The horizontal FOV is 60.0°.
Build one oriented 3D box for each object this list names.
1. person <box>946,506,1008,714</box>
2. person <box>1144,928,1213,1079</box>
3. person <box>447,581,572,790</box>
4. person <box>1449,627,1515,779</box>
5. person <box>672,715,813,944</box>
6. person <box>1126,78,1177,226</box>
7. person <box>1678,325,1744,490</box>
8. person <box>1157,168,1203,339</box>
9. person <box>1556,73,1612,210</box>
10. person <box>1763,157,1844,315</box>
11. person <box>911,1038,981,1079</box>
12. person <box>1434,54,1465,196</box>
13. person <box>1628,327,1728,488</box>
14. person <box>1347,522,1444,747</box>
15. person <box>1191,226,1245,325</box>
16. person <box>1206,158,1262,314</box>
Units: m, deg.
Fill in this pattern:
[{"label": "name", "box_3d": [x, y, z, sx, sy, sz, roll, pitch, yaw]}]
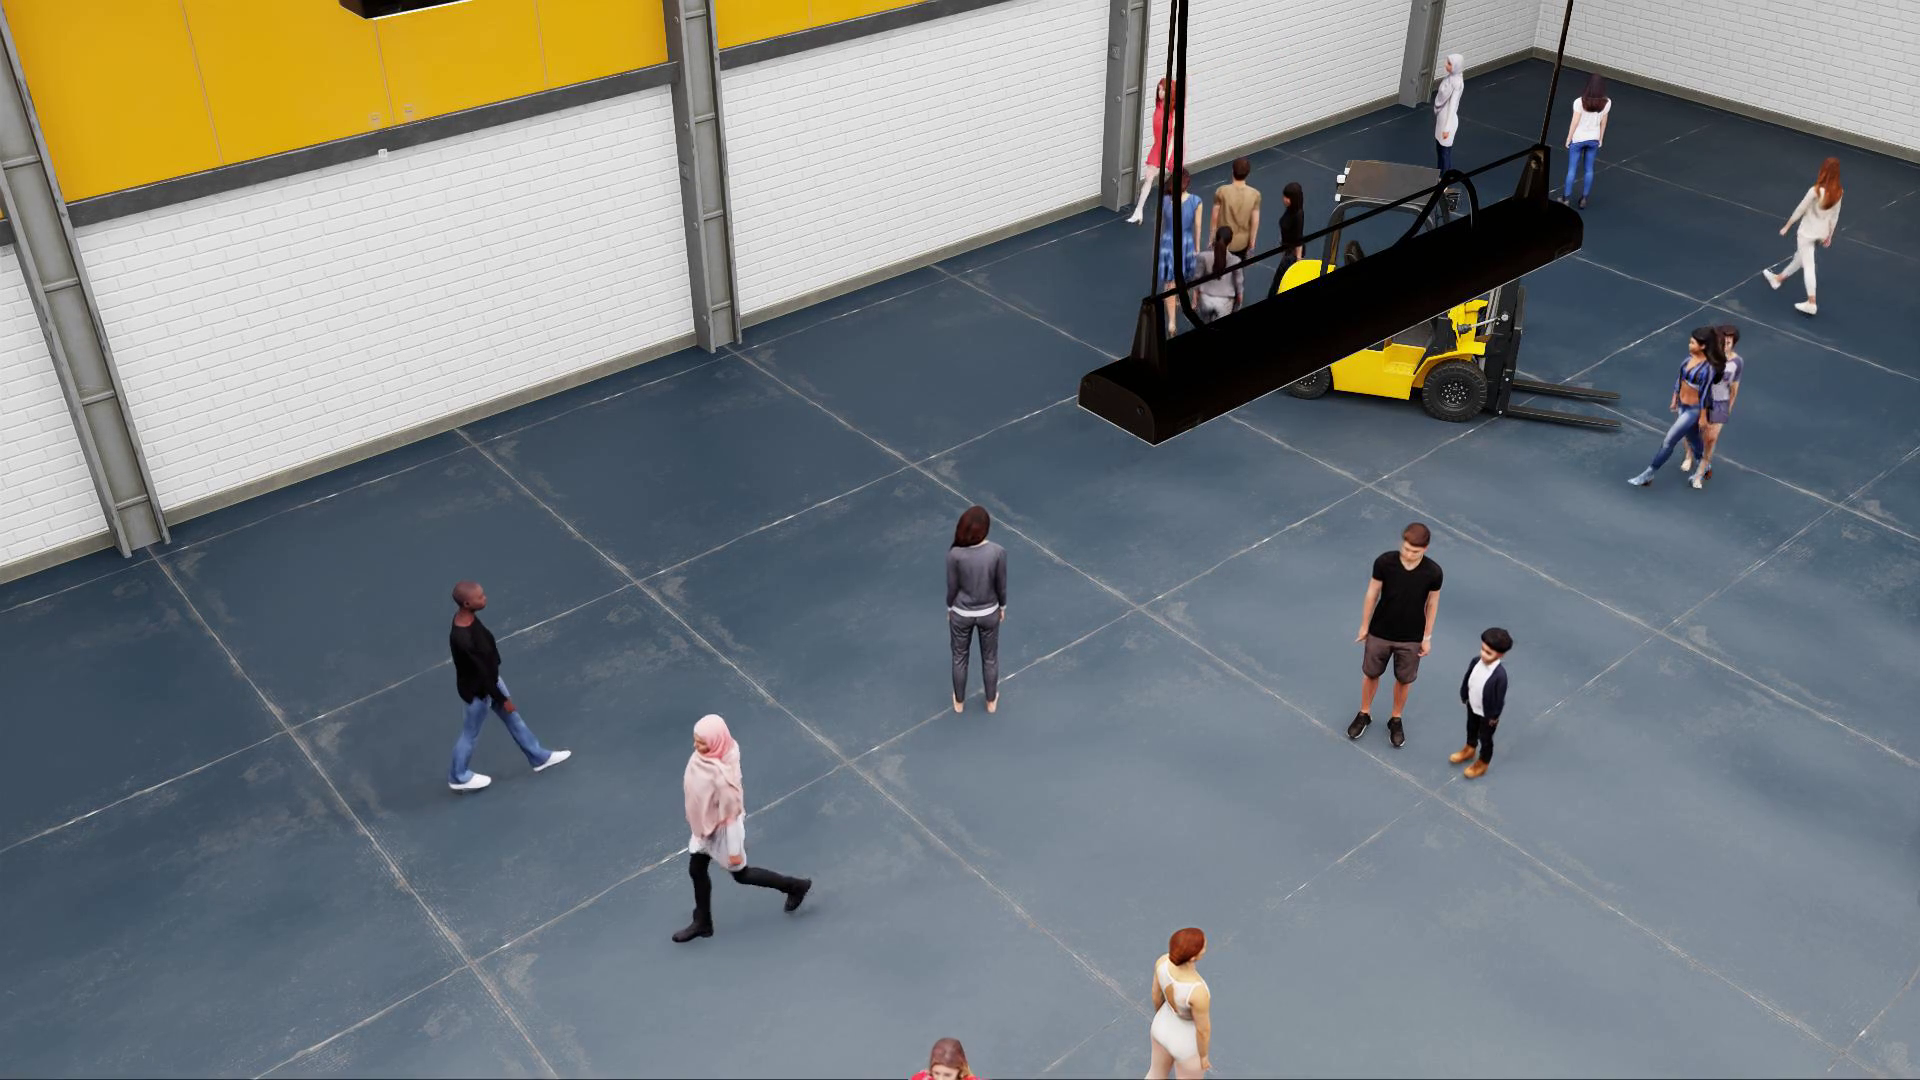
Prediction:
[{"label": "person", "box_3d": [0.115, 0.522, 12.252, 0.638, 1.768, 0.739, -3, 34, -5]}, {"label": "person", "box_3d": [1.191, 2.712, 9.069, 0.479, 1.644, 0.553, -23, 40, -30]}, {"label": "person", "box_3d": [-3.394, 1.065, 11.492, 1.163, 1.706, 0.967, -5, 34, -8]}, {"label": "person", "box_3d": [3.746, 1.136, 11.823, 0.543, 1.221, 0.546, -15, 36, -21]}, {"label": "person", "box_3d": [-1.388, 1.789, 10.343, 1.232, 1.772, 0.859, -14, 36, -20]}, {"label": "person", "box_3d": [2.550, -4.667, 20.051, 1.121, 1.776, 0.645, -23, 40, -30]}, {"label": "person", "box_3d": [6.858, -1.298, 15.195, 0.715, 1.541, 0.876, 20, 38, 27]}, {"label": "person", "box_3d": [2.286, -2.979, 17.535, 1.134, 1.751, 1.171, 2, 34, 2]}, {"label": "person", "box_3d": [7.689, -4.894, 20.476, 0.664, 1.684, 0.740, 0, 34, 0]}, {"label": "person", "box_3d": [9.292, -3.260, 18.035, 1.147, 1.665, 0.931, -10, 35, -15]}, {"label": "person", "box_3d": [-0.044, 3.079, 8.607, 0.991, 1.544, 1.155, 8, 34, 12]}, {"label": "person", "box_3d": [6.123, -5.221, 20.887, 0.727, 1.774, 0.687, 0, 34, -1]}, {"label": "person", "box_3d": [6.640, -1.172, 14.974, 1.143, 1.577, 0.981, -5, 34, -7]}, {"label": "person", "box_3d": [3.159, 0.642, 11.992, 0.773, 1.858, 0.774, 11, 35, 16]}, {"label": "person", "box_3d": [2.527, -2.287, 16.587, 0.903, 1.647, 1.063, 13, 36, 19]}, {"label": "person", "box_3d": [2.913, -3.165, 17.731, 0.909, 1.843, 0.970, 0, 34, 0]}]
